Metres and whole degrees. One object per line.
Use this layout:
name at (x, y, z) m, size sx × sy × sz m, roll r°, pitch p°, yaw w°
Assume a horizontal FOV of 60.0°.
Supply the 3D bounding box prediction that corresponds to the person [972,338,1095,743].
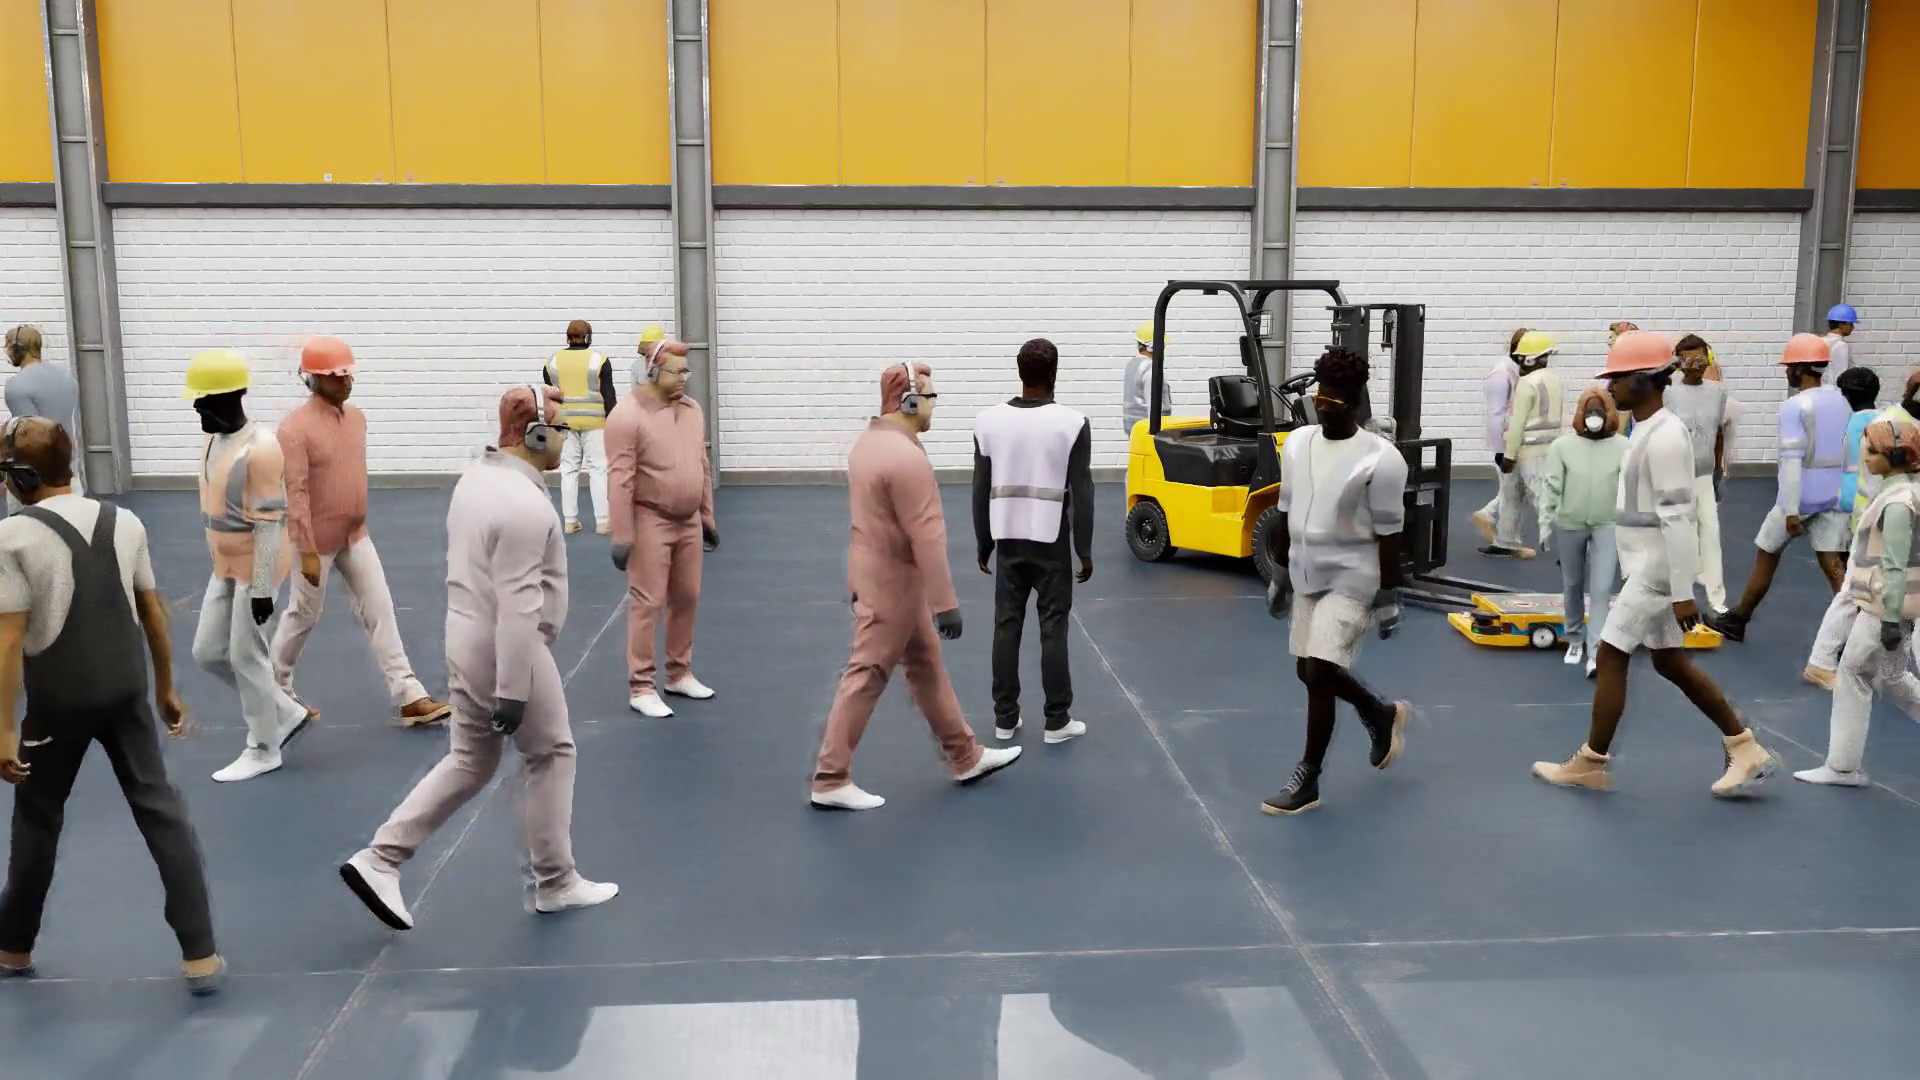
person at (0.343, 0.009, 7.887) m, size 0.591 × 1.917 × 0.379 m, roll 4°, pitch 10°, yaw 22°

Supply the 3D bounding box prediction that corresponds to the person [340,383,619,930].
person at (-1.633, 0.405, 5.595) m, size 0.855 × 1.862 × 0.661 m, roll -6°, pitch 11°, yaw -35°

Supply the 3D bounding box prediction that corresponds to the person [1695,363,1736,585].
person at (5.299, -0.492, 11.981) m, size 0.526 × 1.615 × 0.504 m, roll -1°, pitch 9°, yaw -6°

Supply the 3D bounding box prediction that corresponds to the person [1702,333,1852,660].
person at (4.914, -0.261, 9.723) m, size 0.558 × 1.875 × 1.036 m, roll -4°, pitch 10°, yaw -23°

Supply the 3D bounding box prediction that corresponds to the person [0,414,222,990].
person at (-2.744, 0.508, 5.168) m, size 0.961 × 1.778 × 0.623 m, roll 5°, pitch 10°, yaw 29°

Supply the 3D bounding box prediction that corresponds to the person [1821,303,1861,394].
person at (8.391, -1.299, 16.011) m, size 0.409 × 1.943 × 0.614 m, roll 1°, pitch 9°, yaw 4°

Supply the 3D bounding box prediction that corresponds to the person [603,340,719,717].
person at (-1.517, -0.064, 8.441) m, size 0.419 × 1.893 × 0.674 m, roll 6°, pitch 11°, yaw 34°

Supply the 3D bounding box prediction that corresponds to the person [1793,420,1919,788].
person at (3.999, 0.294, 7.039) m, size 0.668 × 1.611 × 0.521 m, roll 6°, pitch 11°, yaw 32°

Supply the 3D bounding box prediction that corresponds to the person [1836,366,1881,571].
person at (5.476, -0.206, 10.006) m, size 0.619 × 1.662 × 0.407 m, roll 3°, pitch 10°, yaw 18°

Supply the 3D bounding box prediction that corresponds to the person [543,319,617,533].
person at (-3.230, -0.969, 14.277) m, size 0.626 × 1.842 × 0.429 m, roll 1°, pitch 9°, yaw 8°

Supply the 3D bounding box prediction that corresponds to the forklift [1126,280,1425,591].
forklift at (2.301, -0.860, 12.475) m, size 1.214 × 2.155 × 2.313 m, roll -6°, pitch 11°, yaw -35°

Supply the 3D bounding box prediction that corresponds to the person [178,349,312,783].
person at (-3.118, 0.124, 7.203) m, size 0.623 × 1.900 × 0.453 m, roll 8°, pitch 12°, yaw 43°

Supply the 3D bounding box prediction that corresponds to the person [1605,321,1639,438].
person at (5.294, -0.810, 13.249) m, size 0.389 × 1.847 × 0.563 m, roll 5°, pitch 10°, yaw 29°

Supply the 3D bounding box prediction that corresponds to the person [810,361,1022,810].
person at (-0.191, 0.194, 6.922) m, size 0.992 × 1.851 × 0.678 m, roll -2°, pitch 9°, yaw -14°

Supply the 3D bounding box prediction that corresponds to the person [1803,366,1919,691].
person at (4.823, -0.022, 8.532) m, size 0.633 × 1.784 × 0.962 m, roll -4°, pitch 10°, yaw -24°

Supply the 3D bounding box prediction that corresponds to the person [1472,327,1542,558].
person at (4.310, -0.764, 13.076) m, size 0.672 × 1.814 × 0.566 m, roll -8°, pitch 12°, yaw -41°

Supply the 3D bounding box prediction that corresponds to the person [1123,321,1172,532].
person at (1.580, -0.926, 14.022) m, size 0.404 × 1.834 × 0.591 m, roll -2°, pitch 9°, yaw -13°

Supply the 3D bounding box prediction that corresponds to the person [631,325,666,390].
person at (-2.891, -1.153, 15.730) m, size 0.485 × 1.744 × 0.309 m, roll 7°, pitch 11°, yaw 36°

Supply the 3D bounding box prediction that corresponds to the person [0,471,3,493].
person at (-9.681, -1.282, 15.837) m, size 0.830 × 1.971 × 0.620 m, roll 0°, pitch 9°, yaw -3°

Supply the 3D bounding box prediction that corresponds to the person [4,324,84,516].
person at (-6.053, -0.490, 11.131) m, size 0.959 × 1.909 × 0.642 m, roll 1°, pitch 9°, yaw 6°

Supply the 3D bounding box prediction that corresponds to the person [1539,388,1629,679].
person at (3.479, -0.041, 9.223) m, size 0.514 × 1.590 × 0.783 m, roll 4°, pitch 10°, yaw 23°

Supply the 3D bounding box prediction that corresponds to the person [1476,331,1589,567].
person at (4.439, -0.694, 12.715) m, size 0.895 × 1.797 × 0.584 m, roll 7°, pitch 12°, yaw 38°

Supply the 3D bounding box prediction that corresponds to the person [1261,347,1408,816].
person at (1.616, 0.155, 6.932) m, size 0.823 × 1.931 × 0.625 m, roll -6°, pitch 11°, yaw -33°

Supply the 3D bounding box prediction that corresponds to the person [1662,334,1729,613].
person at (4.667, -0.372, 10.536) m, size 0.536 × 1.833 × 0.846 m, roll 0°, pitch 9°, yaw 0°

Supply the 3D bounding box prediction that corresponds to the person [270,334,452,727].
person at (-3.031, -0.029, 8.070) m, size 1.039 × 1.941 × 0.635 m, roll 3°, pitch 9°, yaw 17°

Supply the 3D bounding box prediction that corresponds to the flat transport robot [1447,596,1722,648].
flat transport robot at (3.761, 0.480, 10.081) m, size 1.431 × 0.197 × 0.652 m, roll 0°, pitch 9°, yaw 2°

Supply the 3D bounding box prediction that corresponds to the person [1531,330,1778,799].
person at (3.003, 0.118, 7.003) m, size 0.944 × 2.006 × 0.618 m, roll 3°, pitch 10°, yaw 21°
